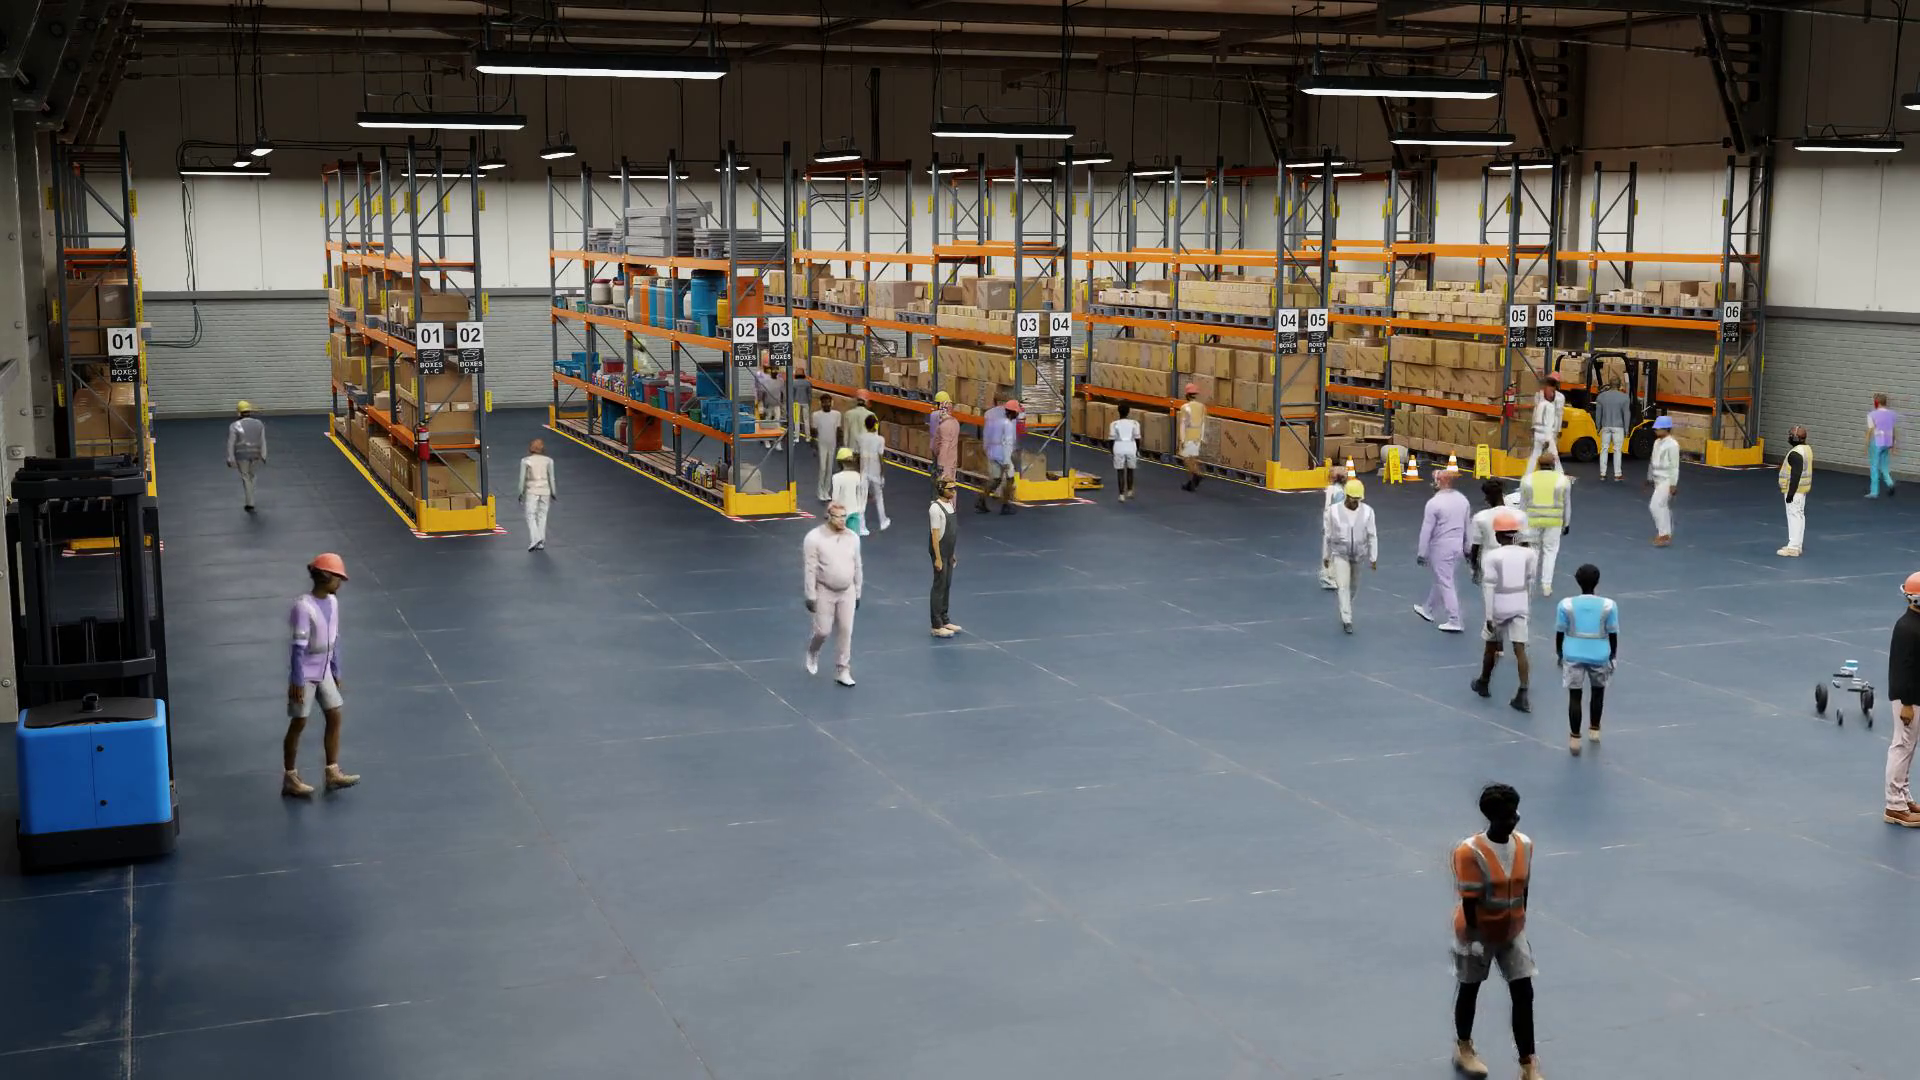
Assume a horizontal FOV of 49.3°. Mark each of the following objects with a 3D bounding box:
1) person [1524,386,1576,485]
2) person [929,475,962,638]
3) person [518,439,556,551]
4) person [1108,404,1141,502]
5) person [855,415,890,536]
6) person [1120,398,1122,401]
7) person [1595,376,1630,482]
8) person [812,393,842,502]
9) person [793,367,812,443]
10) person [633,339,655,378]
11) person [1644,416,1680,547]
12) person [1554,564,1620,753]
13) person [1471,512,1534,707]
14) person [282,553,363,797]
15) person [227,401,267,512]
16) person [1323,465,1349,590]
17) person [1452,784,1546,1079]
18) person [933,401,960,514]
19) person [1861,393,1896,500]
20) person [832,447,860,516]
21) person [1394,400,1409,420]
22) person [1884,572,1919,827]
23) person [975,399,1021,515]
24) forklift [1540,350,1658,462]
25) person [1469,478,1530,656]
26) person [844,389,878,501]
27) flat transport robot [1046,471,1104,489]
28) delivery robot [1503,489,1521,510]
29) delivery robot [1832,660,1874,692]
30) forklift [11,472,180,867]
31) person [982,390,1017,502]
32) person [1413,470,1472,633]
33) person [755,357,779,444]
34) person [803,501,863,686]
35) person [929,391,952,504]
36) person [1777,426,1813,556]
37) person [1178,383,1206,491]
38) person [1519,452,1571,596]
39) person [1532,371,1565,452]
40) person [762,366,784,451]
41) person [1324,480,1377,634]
[{"bbox_3d":[10.496,-1.826,37.379,1.013,1.824,0.598,-2,9,-10],"label":"person"},{"bbox_3d":[-0.177,0.174,23.995,0.341,1.845,0.511,3,9,19],"label":"person"},{"bbox_3d":[-6.073,-0.643,30.226,0.539,1.616,0.637,-5,10,-28],"label":"person"},{"bbox_3d":[2.795,-1.495,35.684,0.558,1.656,0.706,0,9,-1],"label":"person"},{"bbox_3d":[-1.351,-1.002,31.922,0.548,1.815,0.965,3,9,19],"label":"person"},{"bbox_3d":[3.682,-3.690,49.406,0.623,1.958,0.973,-4,9,-22],"label":"person"},{"bbox_3d":[12.006,-2.050,38.525,0.630,1.935,0.366,6,11,37],"label":"person"},{"bbox_3d":[-2.248,-1.573,35.689,0.488,1.839,0.728,-2,9,-15],"label":"person"},{"bbox_3d":[-3.457,-2.926,45.365,0.501,1.632,0.287,-2,9,-15],"label":"person"},{"bbox_3d":[-8.205,-4.299,54.035,0.956,1.773,0.594,1,9,10],"label":"person"},{"bbox_3d":[10.236,-0.853,30.582,0.530,1.929,0.622,0,9,-1],"label":"person"},{"bbox_3d":[5.609,1.038,18.777,0.557,1.672,0.691,2,9,16],"label":"person"},{"bbox_3d":[5.368,0.673,20.562,0.560,1.890,0.992,-2,9,-10],"label":"person"},{"bbox_3d":[-5.287,1.117,17.253,0.637,1.992,0.697,3,9,20],"label":"person"},{"bbox_3d":[-11.793,-1.385,34.490,0.659,1.808,0.620,8,12,43],"label":"person"},{"bbox_3d":[4.850,-0.152,26.915,0.374,1.624,0.524,-1,9,-7],"label":"person"},{"bbox_3d":[2.944,2.162,11.344,0.548,1.674,0.680,-3,9,-20],"label":"person"},{"bbox_3d":[-0.234,-1.265,33.388,0.410,1.909,0.643,2,9,14],"label":"person"},{"bbox_3d":[15.773,-1.603,35.905,0.582,1.832,0.442,-3,9,-22],"label":"person"},{"bbox_3d":[-1.560,-0.361,27.877,0.549,1.744,0.544,8,11,42],"label":"person"},{"bbox_3d":[10.195,-3.426,48.372,0.483,1.737,0.320,8,12,42],"label":"person"},{"bbox_3d":[7.496,1.228,16.469,0.381,1.994,0.614,5,10,32],"label":"person"},{"bbox_3d":[0.641,-1.343,34.049,0.780,1.890,0.609,-3,9,-22],"label":"person"},{"bbox_3d":[12.897,-2.725,42.309,2.313,2.155,1.214,-3,9,-21],"label":"forklift"},{"bbox_3d":[5.900,0.293,22.924,0.630,1.923,0.516,1,9,5],"label":"person"},{"bbox_3d":[-1.681,-1.568,35.332,0.627,1.955,1.000,5,10,29],"label":"person"},{"bbox_3d":[2.030,-1.097,37.836,0.652,0.197,1.431,-3,9,-18],"label":"flat transport robot"},{"bbox_3d":[8.795,-0.567,33.034,0.477,0.478,0.707,-7,12,-39],"label":"delivery robot"},{"bbox_3d":[8.500,1.265,19.973,0.335,0.223,0.698,2,9,12],"label":"delivery robot"},{"bbox_3d":[-6.630,0.886,15.957,1.129,2.768,1.873,-3,9,-21],"label":"forklift"},{"bbox_3d":[0.709,-1.570,35.397,0.636,1.917,0.752,-7,11,-39],"label":"person"},{"bbox_3d":[5.558,0.106,24.408,0.668,1.852,0.967,-6,10,-35],"label":"person"},{"bbox_3d":[-4.159,-3.020,45.212,0.550,1.876,1.014,0,9,0],"label":"person"},{"bbox_3d":[-1.301,0.530,21.449,0.661,1.892,0.607,-5,10,-28],"label":"person"},{"bbox_3d":[-0.316,-1.524,35.042,0.370,1.929,0.585,-3,9,-21],"label":"person"},{"bbox_3d":[11.888,-0.700,29.836,0.429,1.842,0.635,6,10,34],"label":"person"},{"bbox_3d":[4.120,-1.812,36.987,0.556,1.924,0.552,-5,10,-31],"label":"person"},{"bbox_3d":[7.446,-0.212,26.662,0.626,1.828,0.454,4,9,24],"label":"person"},{"bbox_3d":[10.849,-2.108,38.674,0.612,2.006,0.620,-7,11,-38],"label":"person"},{"bbox_3d":[-3.942,-2.813,43.979,0.517,1.835,0.926,-3,9,-19],"label":"person"},{"bbox_3d":[4.555,0.145,24.475,0.600,1.767,0.992,0,9,-1],"label":"person"}]
